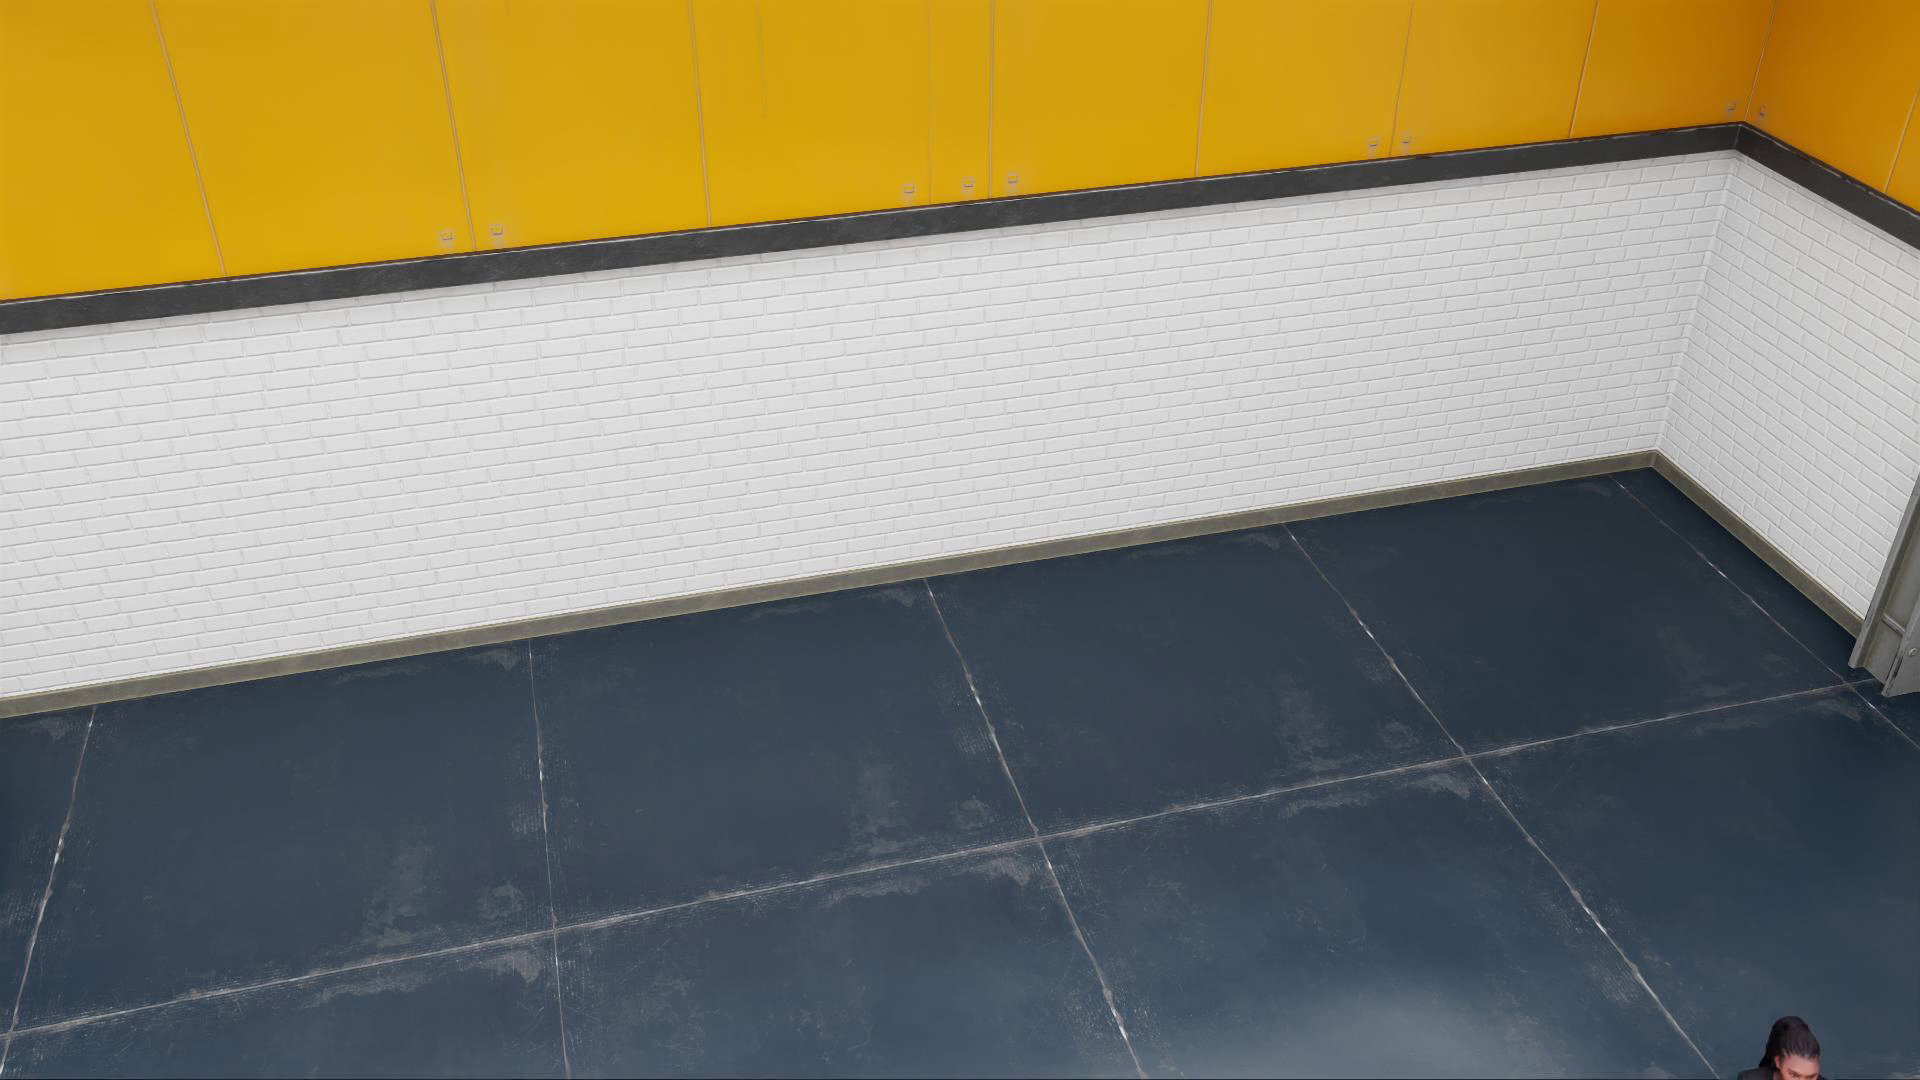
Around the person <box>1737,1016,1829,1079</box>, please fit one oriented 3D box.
[{"bbox_3d":[3.608,2.781,7.574,0.761,1.721,0.836,2,34,3],"label":"person"}]
